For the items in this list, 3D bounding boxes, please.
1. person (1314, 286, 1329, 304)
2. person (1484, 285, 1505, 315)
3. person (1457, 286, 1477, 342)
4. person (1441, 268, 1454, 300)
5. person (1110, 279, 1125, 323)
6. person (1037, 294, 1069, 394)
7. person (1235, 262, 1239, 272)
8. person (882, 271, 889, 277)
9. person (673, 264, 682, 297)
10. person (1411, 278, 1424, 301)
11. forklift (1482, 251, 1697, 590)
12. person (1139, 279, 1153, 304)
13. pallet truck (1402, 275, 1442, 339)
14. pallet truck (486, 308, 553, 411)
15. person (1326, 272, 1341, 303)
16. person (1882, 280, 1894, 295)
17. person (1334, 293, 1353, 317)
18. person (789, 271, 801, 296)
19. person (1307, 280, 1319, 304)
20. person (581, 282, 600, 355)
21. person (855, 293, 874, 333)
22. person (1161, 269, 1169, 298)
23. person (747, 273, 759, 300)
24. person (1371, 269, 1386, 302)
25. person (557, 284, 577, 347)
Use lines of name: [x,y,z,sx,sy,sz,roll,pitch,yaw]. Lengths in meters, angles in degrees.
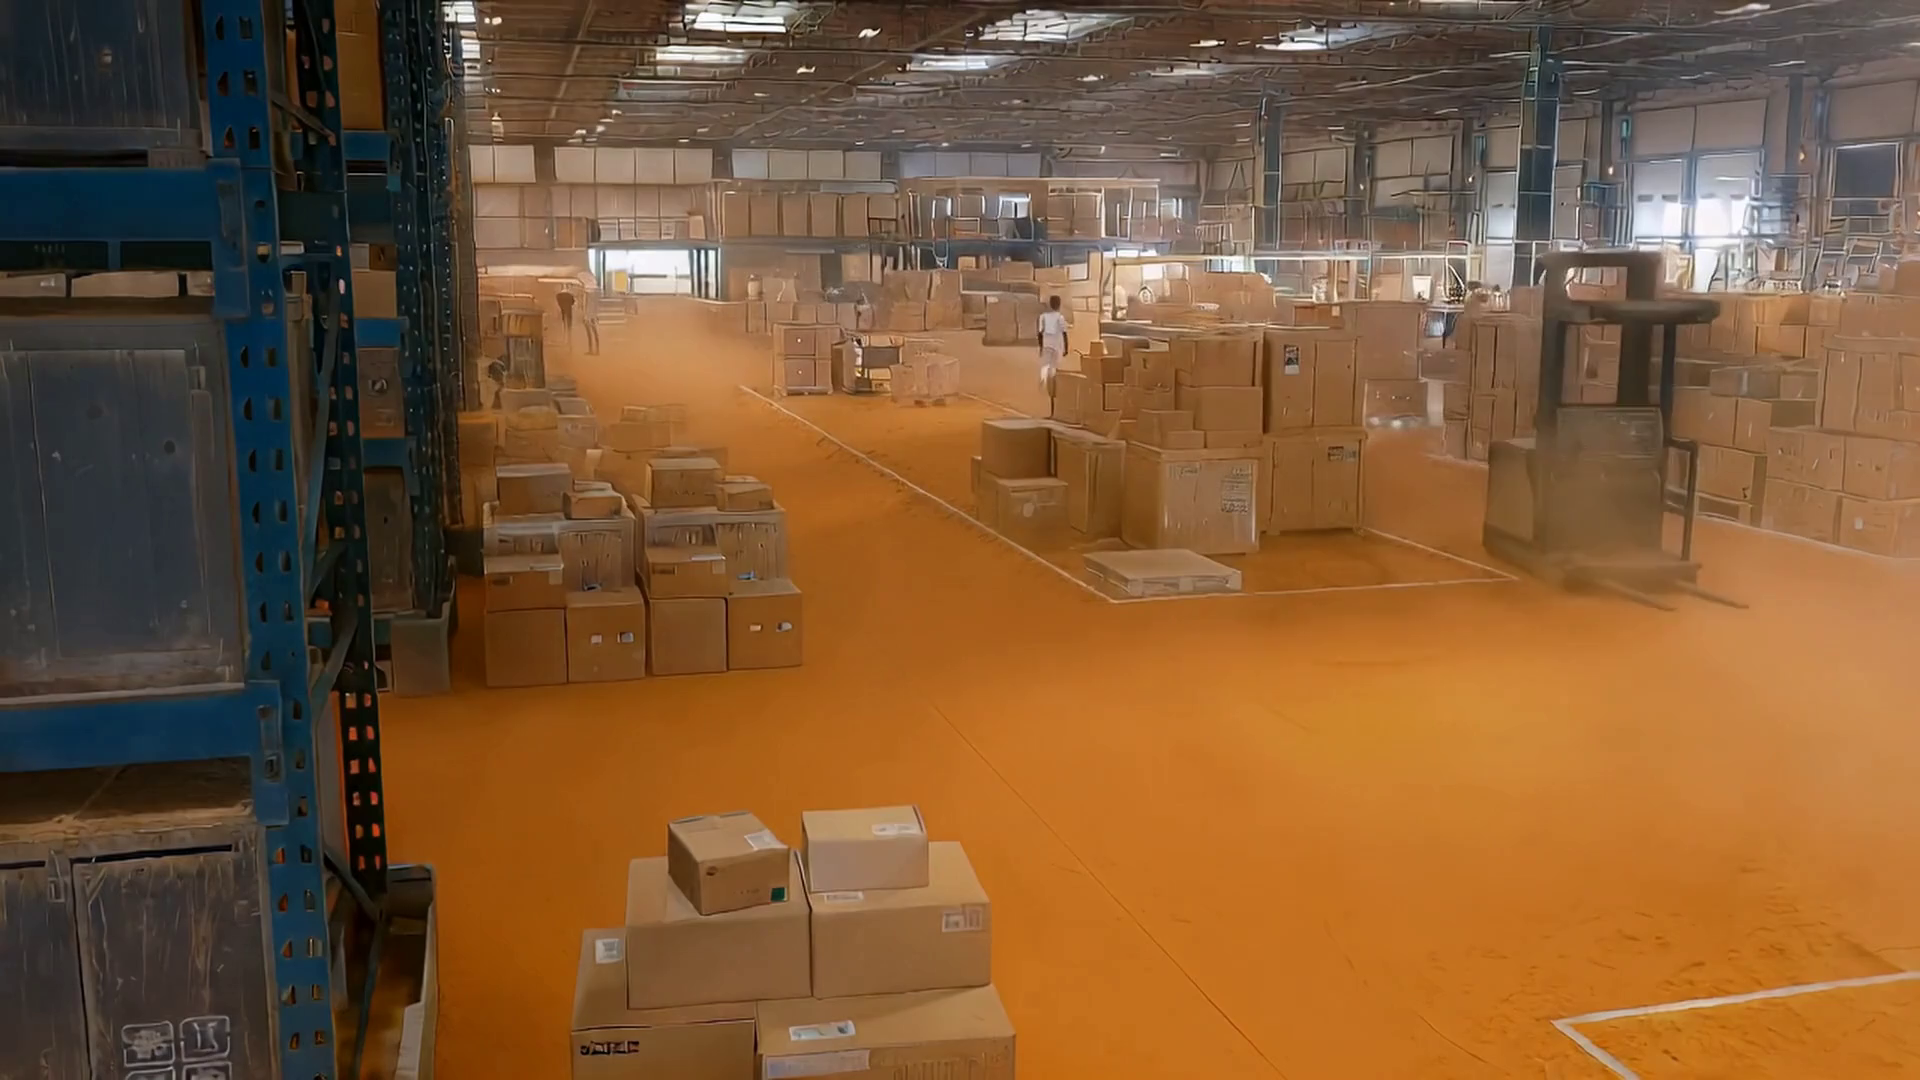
person: [10.628,-6.636,49.100,0.316,1.695,0.541,-8,13,-38]
person: [15.191,-6.352,47.275,0.543,1.783,0.949,6,11,29]
person: [12.807,-5.426,41.712,1.005,1.896,0.645,2,10,9]
person: [21.393,-10.971,72.960,0.543,1.939,0.370,8,13,38]
person: [5.385,-8.113,57.295,0.554,1.743,0.621,-6,11,-29]
person: [1.768,-3.719,31.855,0.604,1.954,0.483,4,11,20]
person: [16.239,-15.254,97.118,0.627,1.972,0.680,0,10,-1]
person: [-2.651,-8.661,59.786,0.518,1.965,0.628,-6,12,-32]
person: [-16.041,-14.667,94.134,0.468,1.851,0.622,5,11,27]
person: [14.885,-7.596,54.134,0.429,1.841,0.621,2,10,10]
forklift: [5.466,-1.110,14.456,1.129,2.768,1.873,-1,10,-6]
person: [5.378,-6.626,48.432,0.397,1.919,0.582,-6,11,-29]
pallet truck: [14.620,-7.324,52.145,0.823,1.965,1.885,8,13,40]
pallet truck: [-6.242,-2.418,24.362,0.823,1.965,1.885,1,10,3]
person: [14.730,-9.576,65.168,0.653,1.897,0.963,-9,14,-43]
person: [26.598,-6.475,47.627,0.516,1.897,0.575,7,12,34]
person: [8.215,-4.281,35.238,0.610,1.878,0.759,7,12,33]
person: [-5.769,-8.474,58.600,0.789,2.022,0.626,8,13,37]
person: [12.874,-8.649,60.573,0.482,1.677,0.928,3,10,16]
person: [-9.804,-5.877,44.118,0.547,1.938,0.378,-9,14,-42]
person: [-2.460,-5.519,42.801,0.531,1.689,0.321,-7,12,-35]
person: [8.413,-10.166,68.433,0.378,1.928,0.585,5,11,26]
person: [-7.830,-9.144,62.848,0.562,1.855,0.386,3,11,18]
person: [17.829,-10.599,70.948,0.617,1.912,0.969,6,12,30]
person: [-11.185,-6.359,47.257,0.532,1.819,0.995,-1,10,-4]
